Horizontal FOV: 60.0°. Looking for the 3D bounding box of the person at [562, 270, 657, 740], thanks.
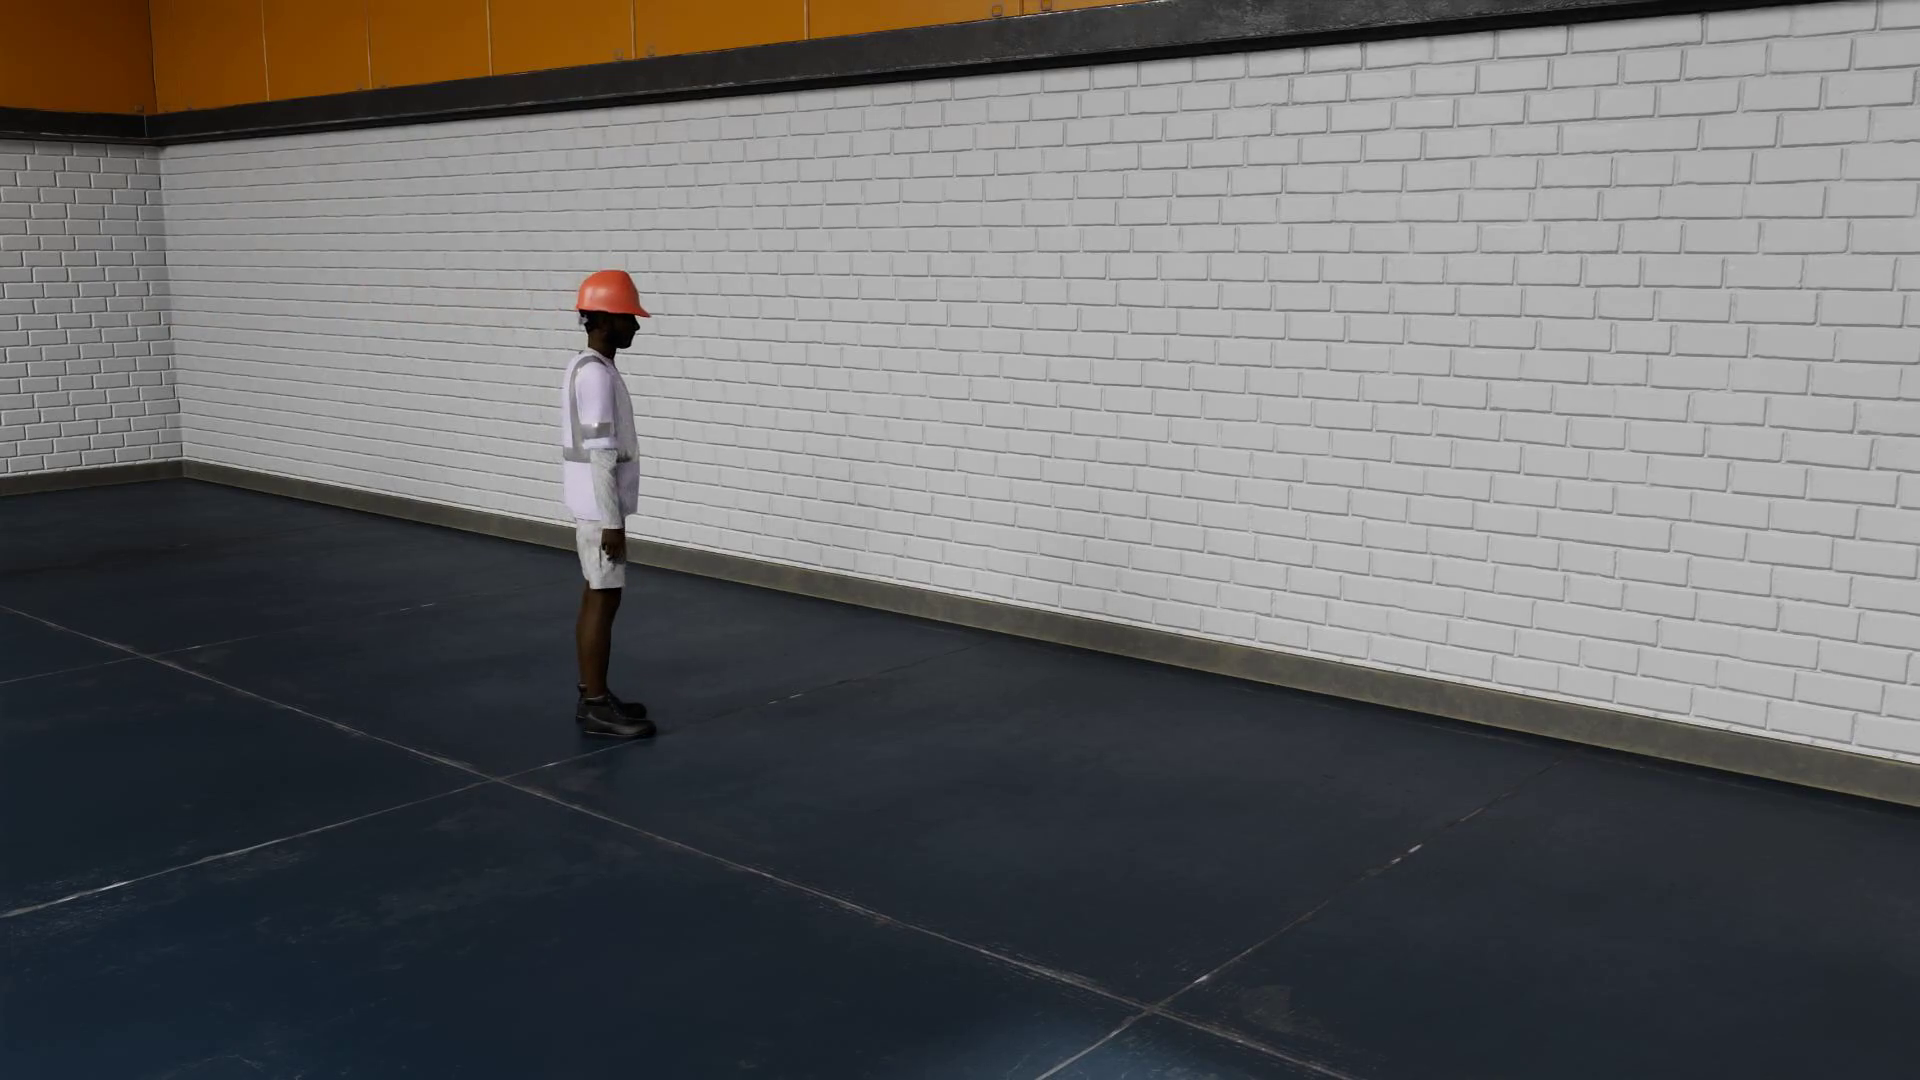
[{"bbox_3d":[-1.447,-0.144,6.903,0.378,1.932,0.551,-3,10,-17],"label":"person"}]
